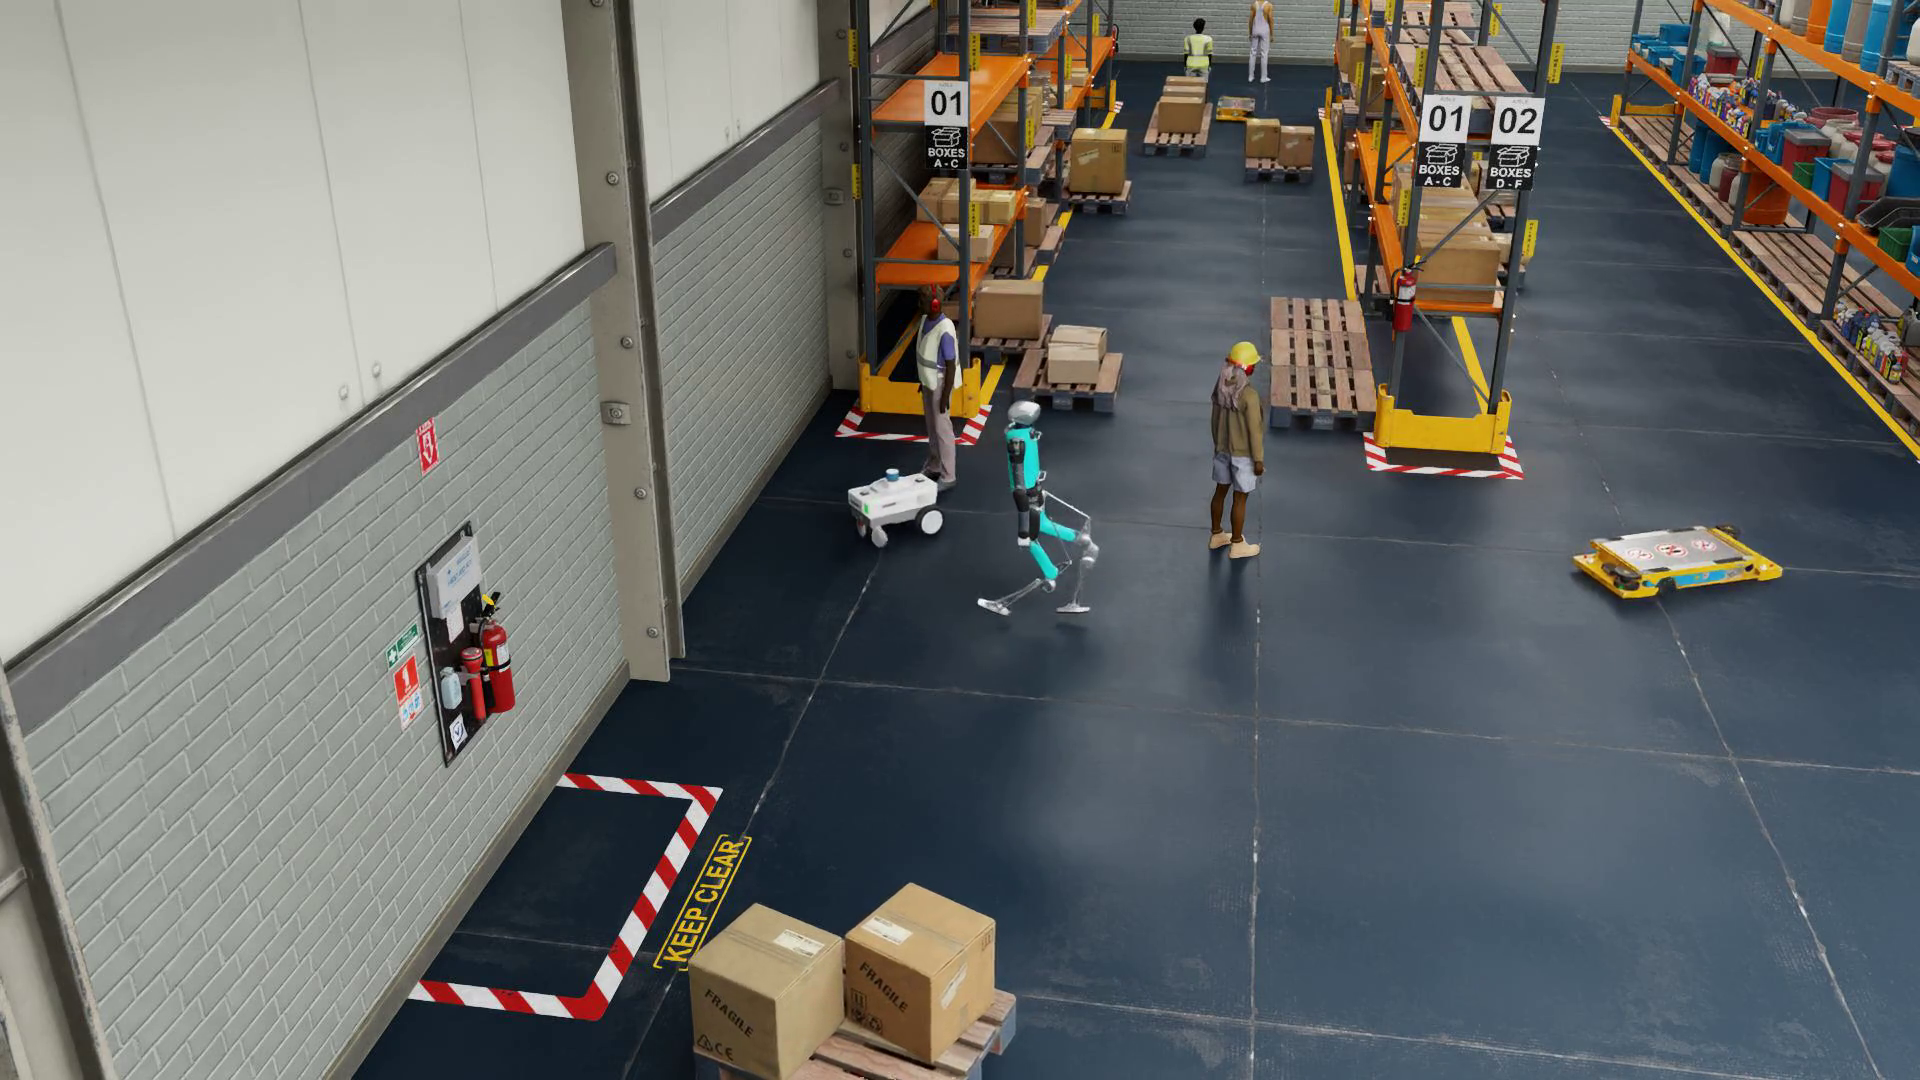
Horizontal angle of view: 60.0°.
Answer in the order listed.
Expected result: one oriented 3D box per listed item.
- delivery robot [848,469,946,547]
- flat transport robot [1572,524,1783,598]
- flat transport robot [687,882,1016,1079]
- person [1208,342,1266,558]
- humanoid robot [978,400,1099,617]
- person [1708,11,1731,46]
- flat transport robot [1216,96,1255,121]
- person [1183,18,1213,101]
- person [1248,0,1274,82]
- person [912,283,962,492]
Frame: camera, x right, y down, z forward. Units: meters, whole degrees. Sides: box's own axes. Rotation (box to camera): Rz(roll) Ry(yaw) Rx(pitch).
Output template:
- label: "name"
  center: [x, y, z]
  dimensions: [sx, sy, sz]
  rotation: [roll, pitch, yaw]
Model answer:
- label: "delivery robot"
  center: [-0.514, -0.287, 13.655]
  dimensions: [0.784, 0.612, 0.521]
  rotation: [-14, 29, -28]
- label: "flat transport robot"
  center: [5.611, 0.166, 13.003]
  dimensions: [1.431, 0.231, 0.659]
  rotation: [-7, 26, -14]
- label: "flat transport robot"
  center: [-0.462, 2.526, 7.950]
  dimensions: [0.659, 0.231, 1.431]
  rotation: [12, 28, 24]
- label: "person"
  center: [2.158, -0.703, 13.094]
  dimensions: [0.406, 1.765, 0.535]
  rotation: [-16, 30, -31]
- label: "humanoid robot"
  center: [0.654, -0.149, 11.974]
  dimensions: [1.044, 1.743, 0.549]
  rotation: [4, 25, 9]
- label: "person"
  center: [14.725, -9.647, 32.259]
  dimensions: [0.378, 1.755, 0.525]
  rotation: [-1, 25, -3]
- label: "flat transport robot"
  center: [4.974, -7.770, 29.987]
  dimensions: [0.659, 0.231, 1.431]
  rotation: [4, 25, 9]
- label: "person"
  center: [4.255, -8.472, 29.806]
  dimensions: [0.531, 1.692, 0.320]
  rotation: [5, 26, 11]
- label: "person"
  center: [5.976, -10.046, 32.976]
  dimensions: [0.511, 1.864, 0.366]
  rotation: [13, 28, 25]
- label: "person"
  center: [-0.190, -1.319, 14.320]
  dimensions: [0.373, 1.843, 0.568]
  rotation: [-9, 27, -19]
